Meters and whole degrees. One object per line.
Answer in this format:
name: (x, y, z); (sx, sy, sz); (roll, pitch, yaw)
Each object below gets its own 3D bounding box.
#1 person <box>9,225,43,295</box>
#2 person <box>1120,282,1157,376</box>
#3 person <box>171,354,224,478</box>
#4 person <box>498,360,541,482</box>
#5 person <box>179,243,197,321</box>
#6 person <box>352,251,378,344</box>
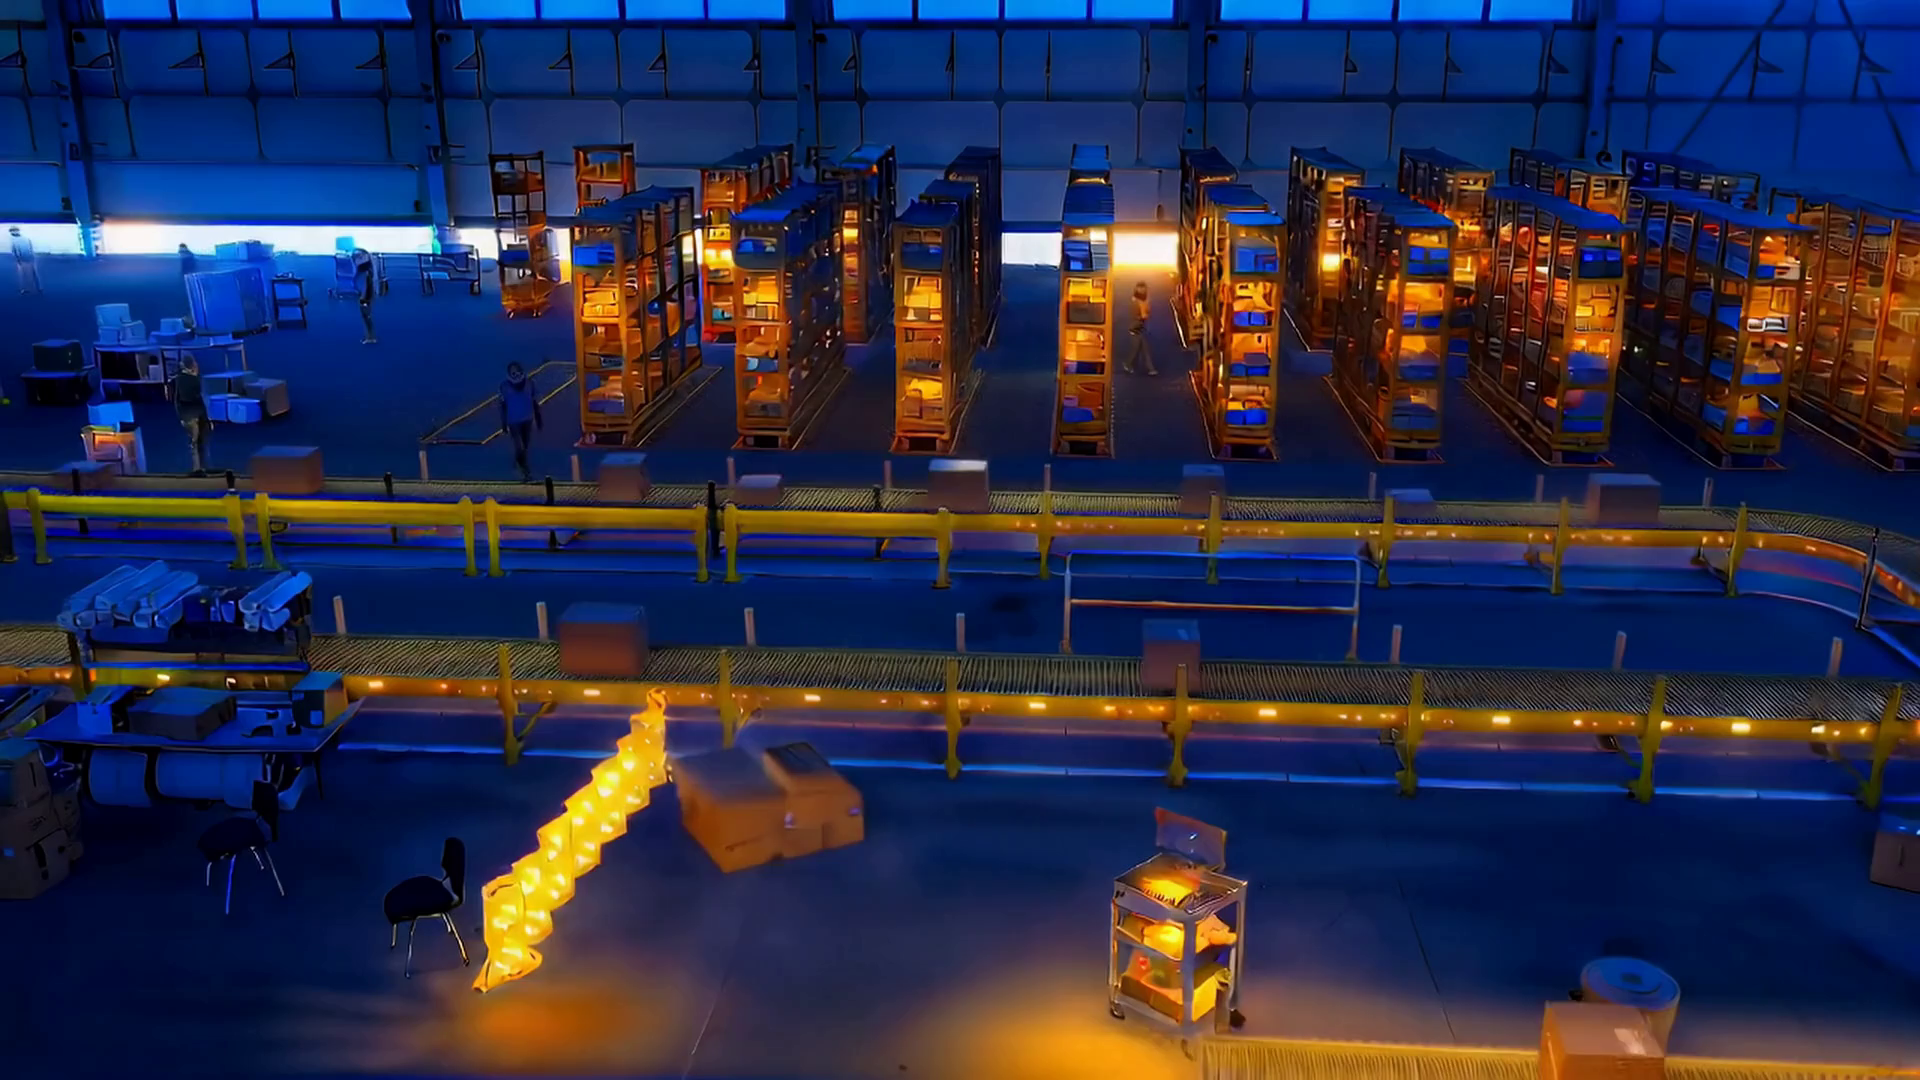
person: (-22.640, -6.779, 40.295); (0.850, 1.694, 0.579); (13, 22, 35)
person: (3.370, -3.993, 31.333); (0.657, 1.777, 0.754); (-15, 23, -40)
person: (-11.141, -1.804, 24.284); (0.591, 1.833, 0.403); (4, 18, 13)
person: (-6.378, -1.725, 24.097); (0.591, 1.806, 0.866); (-14, 22, -38)
person: (-17.016, -5.722, 36.898); (0.616, 1.713, 0.497); (2, 18, 6)
person: (-12.307, -5.007, 34.328); (0.400, 1.907, 0.645); (-3, 18, -9)
